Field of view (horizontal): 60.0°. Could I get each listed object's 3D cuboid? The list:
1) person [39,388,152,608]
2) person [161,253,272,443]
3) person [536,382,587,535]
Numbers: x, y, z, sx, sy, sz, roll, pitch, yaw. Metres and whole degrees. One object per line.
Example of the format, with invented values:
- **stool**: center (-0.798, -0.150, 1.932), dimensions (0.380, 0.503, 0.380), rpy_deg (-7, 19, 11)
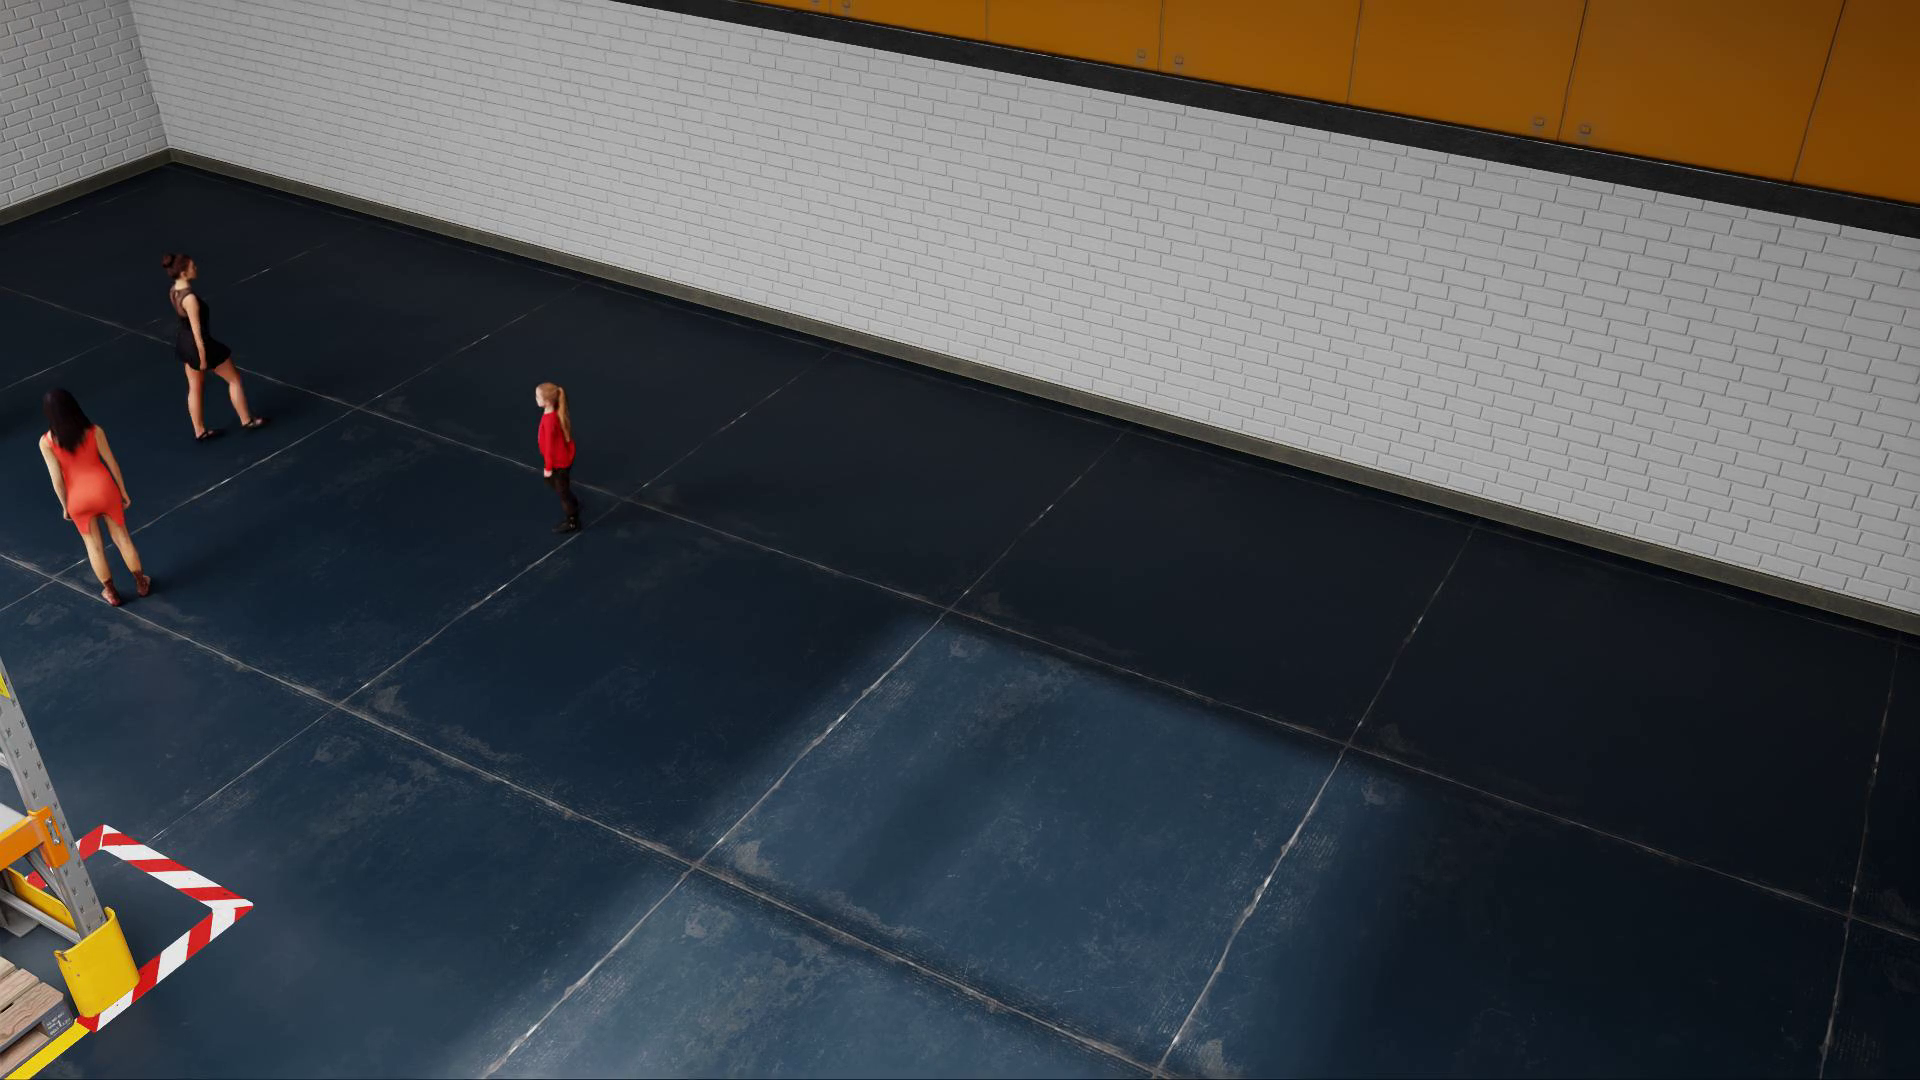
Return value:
- **person**: center (-6.110, -0.299, 11.709), dimensions (0.591, 1.719, 0.725), rpy_deg (-21, 39, -28)
- **person**: center (-6.327, -1.548, 13.646), dimensions (0.687, 1.655, 0.879), rpy_deg (27, 42, 35)
- **person**: center (-2.985, -0.621, 12.595), dimensions (0.647, 1.274, 0.577), rpy_deg (-4, 34, -6)
